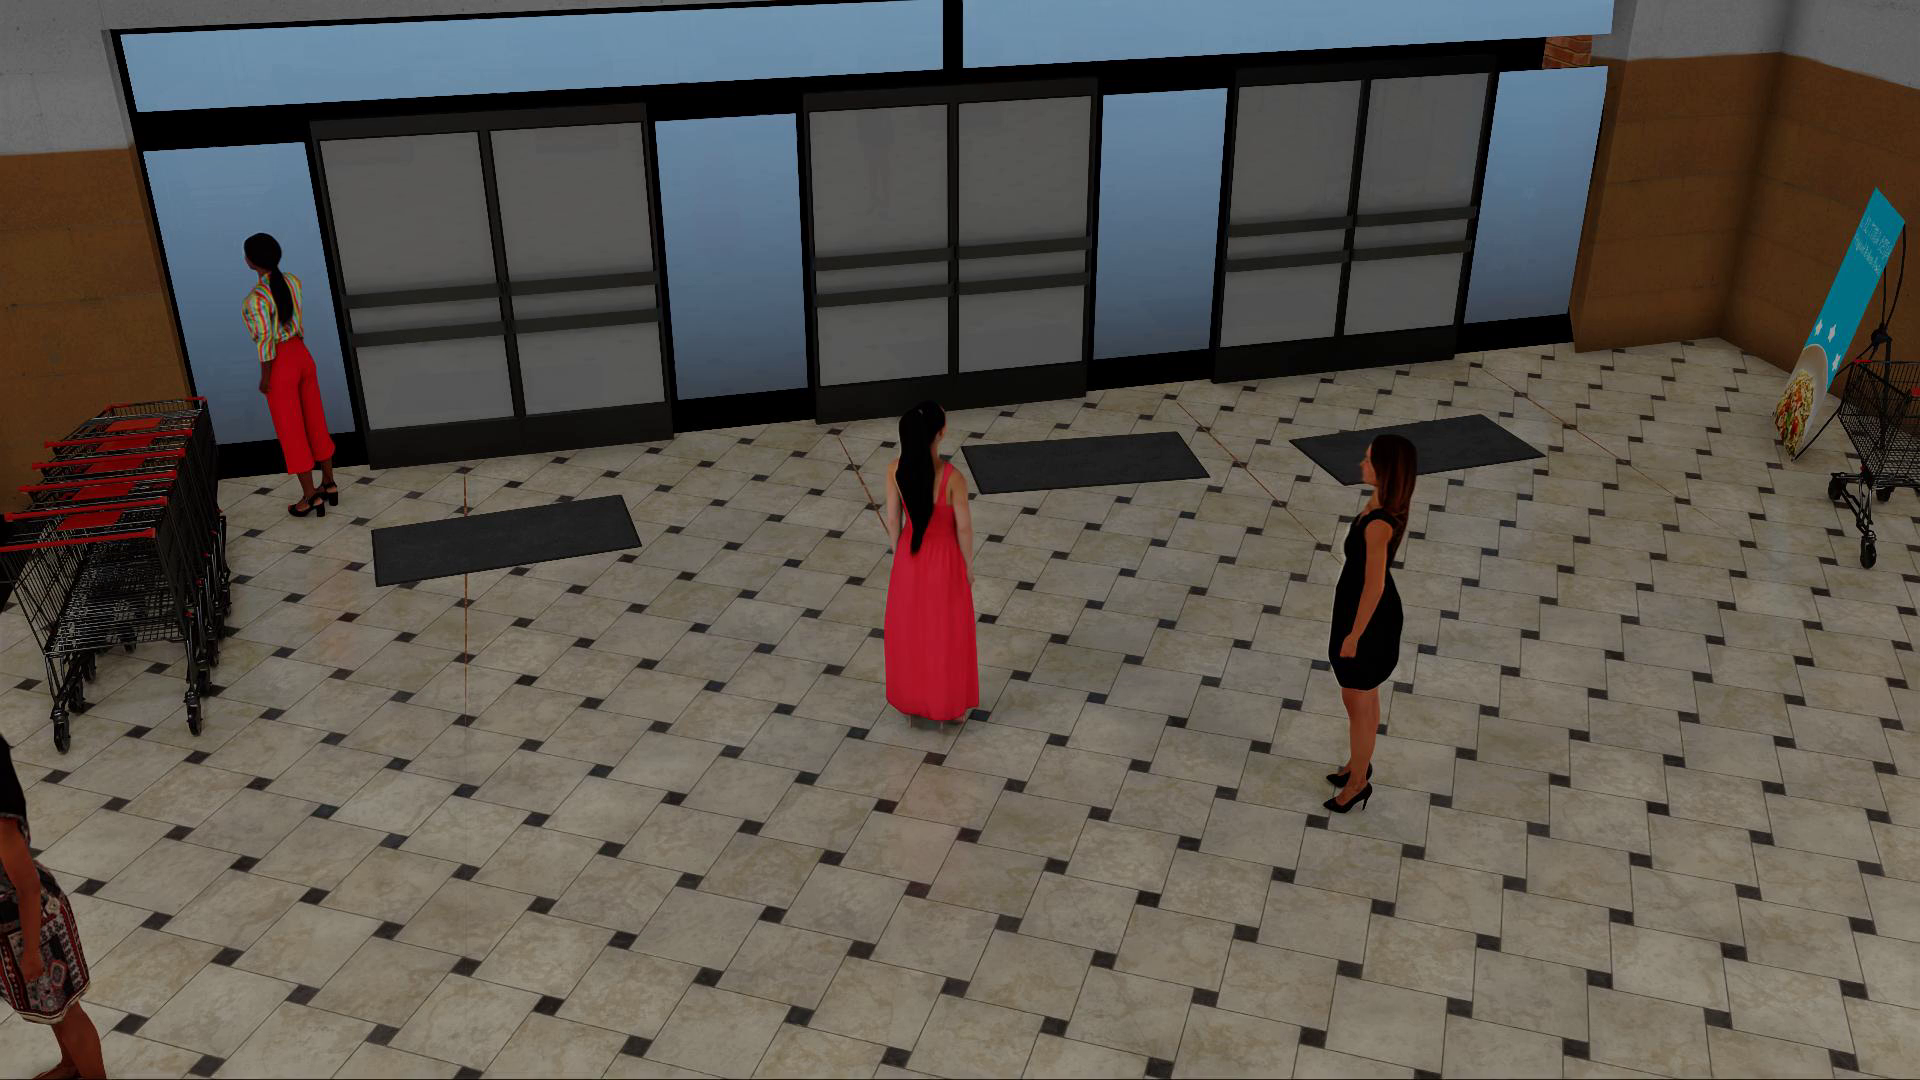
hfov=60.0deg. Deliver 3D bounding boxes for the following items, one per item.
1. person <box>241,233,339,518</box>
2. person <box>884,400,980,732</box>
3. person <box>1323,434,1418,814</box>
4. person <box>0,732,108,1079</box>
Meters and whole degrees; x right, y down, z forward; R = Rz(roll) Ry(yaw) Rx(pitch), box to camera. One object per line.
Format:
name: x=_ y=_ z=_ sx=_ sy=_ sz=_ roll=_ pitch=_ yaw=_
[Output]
person: x=-4.067 y=-0.992 z=10.082 sx=0.746 sy=1.792 sz=0.643 roll=8 pitch=28 yaw=16
person: x=-0.145 y=0.139 z=7.923 sx=0.712 sy=1.727 sz=0.746 roll=10 pitch=28 yaw=18
person: x=1.790 y=0.386 z=7.317 sx=0.724 sy=1.835 sz=0.627 roll=8 pitch=28 yaw=16
person: x=-3.216 y=1.306 z=5.713 sx=0.783 sy=1.645 sz=0.636 roll=-22 pitch=34 yaw=-36
